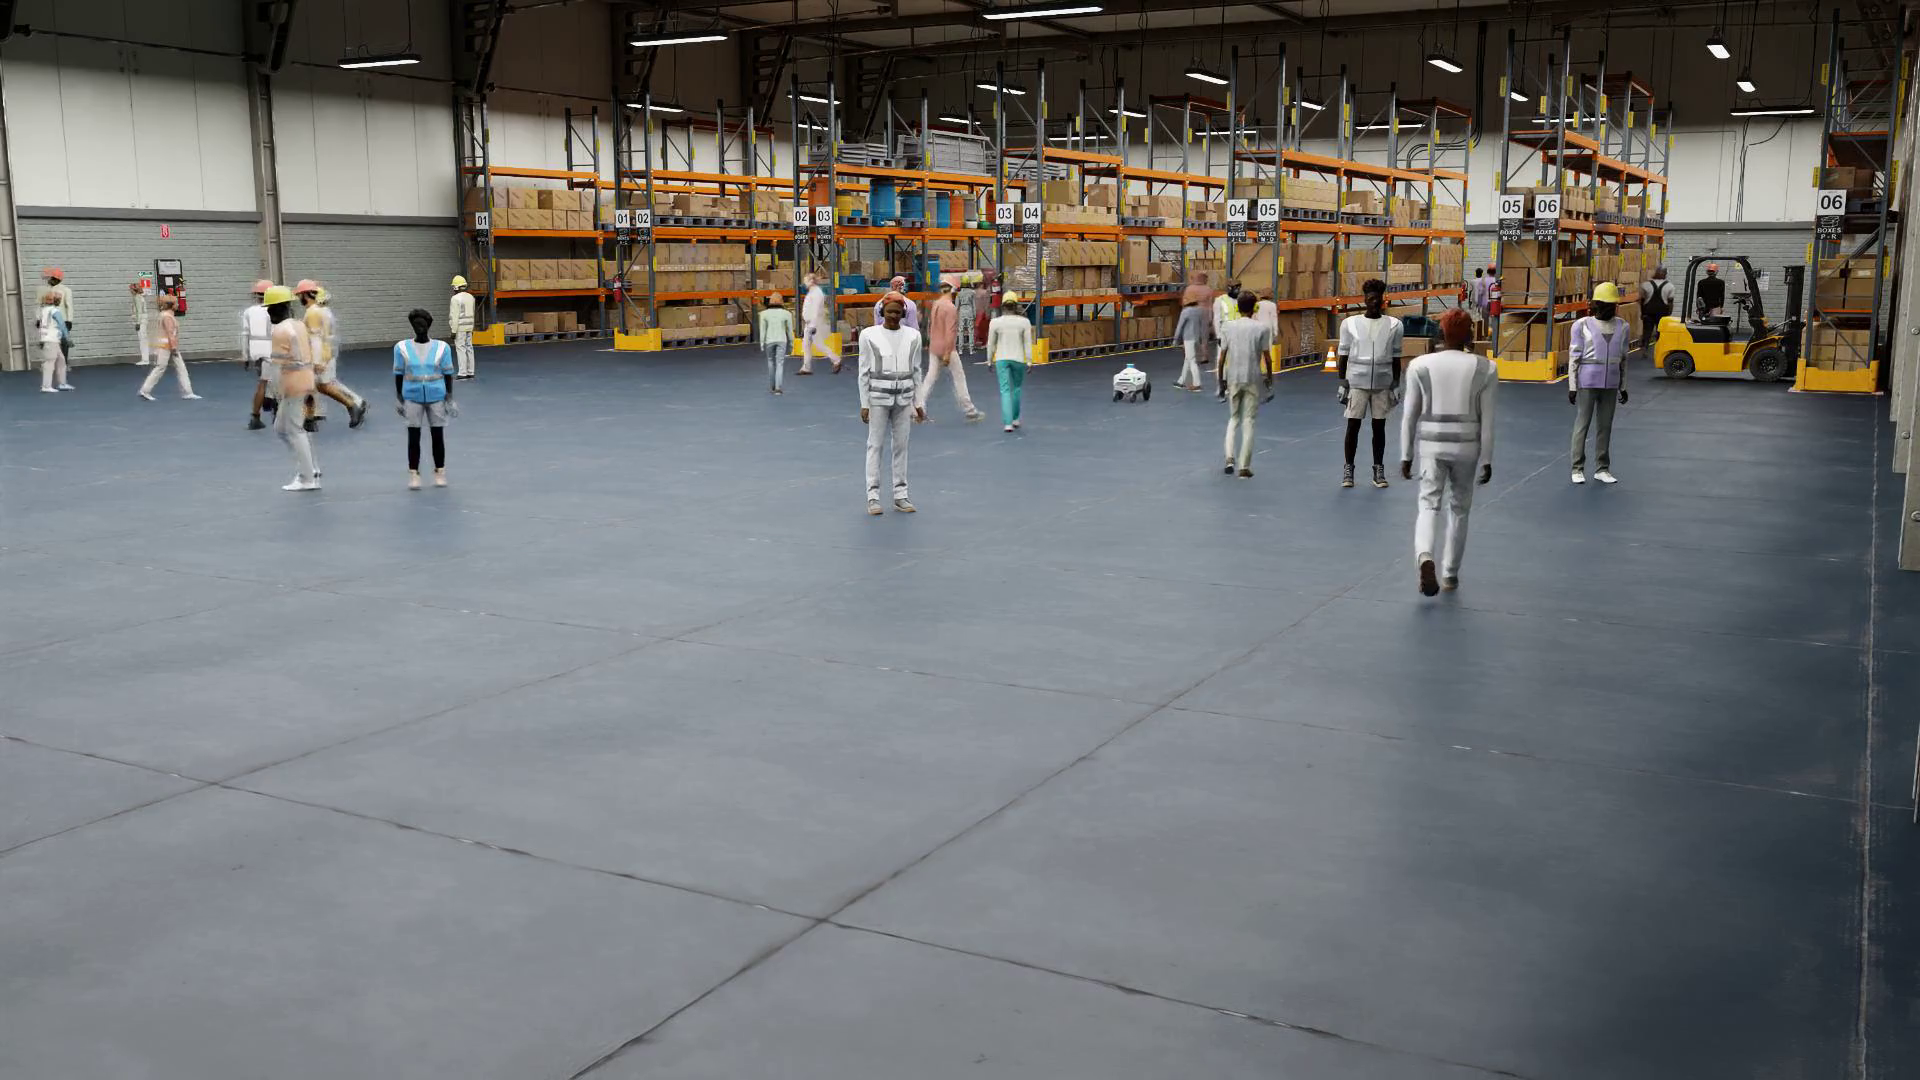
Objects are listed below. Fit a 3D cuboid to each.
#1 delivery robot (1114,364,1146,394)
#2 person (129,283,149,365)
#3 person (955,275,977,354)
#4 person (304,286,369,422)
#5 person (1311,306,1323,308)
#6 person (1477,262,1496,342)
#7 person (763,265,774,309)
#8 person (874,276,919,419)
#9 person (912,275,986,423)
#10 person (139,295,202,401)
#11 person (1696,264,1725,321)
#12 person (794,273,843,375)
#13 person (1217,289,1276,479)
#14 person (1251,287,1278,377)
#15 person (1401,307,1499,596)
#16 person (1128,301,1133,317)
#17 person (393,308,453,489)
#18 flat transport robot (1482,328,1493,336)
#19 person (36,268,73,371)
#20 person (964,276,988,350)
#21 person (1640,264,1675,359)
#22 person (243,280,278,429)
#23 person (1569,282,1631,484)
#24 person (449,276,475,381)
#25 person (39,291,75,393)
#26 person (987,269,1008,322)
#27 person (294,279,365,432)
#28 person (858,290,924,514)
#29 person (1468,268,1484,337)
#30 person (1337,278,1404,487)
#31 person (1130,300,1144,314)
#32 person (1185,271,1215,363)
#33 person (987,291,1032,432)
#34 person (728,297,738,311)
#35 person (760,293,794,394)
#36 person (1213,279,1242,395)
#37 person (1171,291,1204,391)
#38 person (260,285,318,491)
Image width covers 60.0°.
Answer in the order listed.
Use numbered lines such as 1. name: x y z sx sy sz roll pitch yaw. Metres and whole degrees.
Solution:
1. delivery robot: 2.555 -2.403 24.977 0.477 0.478 0.707 3 10 19
2. person: -16.419 -4.318 33.299 0.308 1.640 0.511 -4 10 -22
3. person: 0.143 -5.004 37.002 0.492 1.746 0.284 1 10 6
4. person: -8.247 -2.431 21.793 0.801 1.801 0.606 -4 10 -21
5. person: 8.803 -5.880 41.655 0.639 1.910 0.406 6 11 31
6. person: 13.014 -5.791 40.801 0.606 2.028 0.560 2 10 13
7. person: -5.328 -6.826 47.159 0.589 1.920 0.399 7 12 35
8. person: -0.821 -2.573 22.298 0.651 1.906 0.403 5 11 27
9. person: -0.191 -2.489 21.752 0.985 1.928 0.602 -6 11 -31
10. person: -12.000 -2.897 25.096 0.845 1.597 0.524 -3 10 -16
11. person: 17.704 -5.513 39.264 0.613 1.991 0.392 5 11 27
12. person: -2.610 -3.960 30.511 0.809 1.877 0.643 -4 11 -23
13. person: 2.818 -1.526 16.344 0.535 1.852 0.460 5 11 26
14. person: 5.430 -3.723 29.876 0.578 1.622 0.328 8 13 40
15. person: 3.111 -0.553 10.620 0.583 1.861 0.790 3 10 20
16. person: 5.148 -6.999 48.116 0.638 1.938 0.357 4 10 21
17. person: -5.026 -1.324 15.603 0.541 1.695 0.318 -3 10 -18
18. flat transport robot: 14.202 -5.675 45.236 0.652 0.197 1.431 -1 10 -4
19. person: -17.125 -4.147 31.383 0.761 1.957 0.363 -1 10 -5
20. person: 0.383 -5.257 38.565 0.537 1.710 0.933 9 13 42
21. person: 14.704 -4.832 35.128 0.677 2.000 0.870 5 11 28
22. person: -8.846 -2.361 21.173 0.555 1.884 0.972 2 10 14
23. person: 6.130 -1.498 15.945 0.594 1.924 0.373 -1 10 -6
24. person: -8.717 -3.696 29.083 0.404 1.831 0.600 3 10 16
25. person: -14.477 -3.171 26.672 0.519 1.609 0.700 9 13 41
26. person: 0.892 -4.899 35.921 0.640 1.912 0.755 3 10 18
27. person: -7.889 -2.276 20.614 0.826 1.904 0.564 -2 10 -14
28. person: -0.584 -1.162 14.098 0.572 1.886 0.358 -4 10 -22
29. person: 13.915 -6.367 44.659 0.515 1.860 0.326 4 11 23
30. person: 3.864 -1.475 15.694 0.607 1.966 0.367 1 10 5
31. person: 5.014 -6.586 46.457 0.541 1.684 0.667 2 10 12
32. person: 4.835 -4.500 33.664 0.653 1.882 0.750 5 11 27
33. person: 0.615 -2.236 20.826 0.545 1.723 0.852 -1 10 -4
34. person: -6.481 -6.761 47.102 0.543 1.808 1.003 7 12 35
35. person: -2.899 -3.119 26.424 0.520 1.584 0.853 0 10 1
36. person: 4.264 -3.141 25.877 0.620 1.812 0.868 -3 10 -16
37. person: 3.669 -3.221 26.967 0.731 1.602 0.509 10 14 44
38. person: -6.207 -1.393 15.391 0.453 1.903 0.582 -1 10 -7
